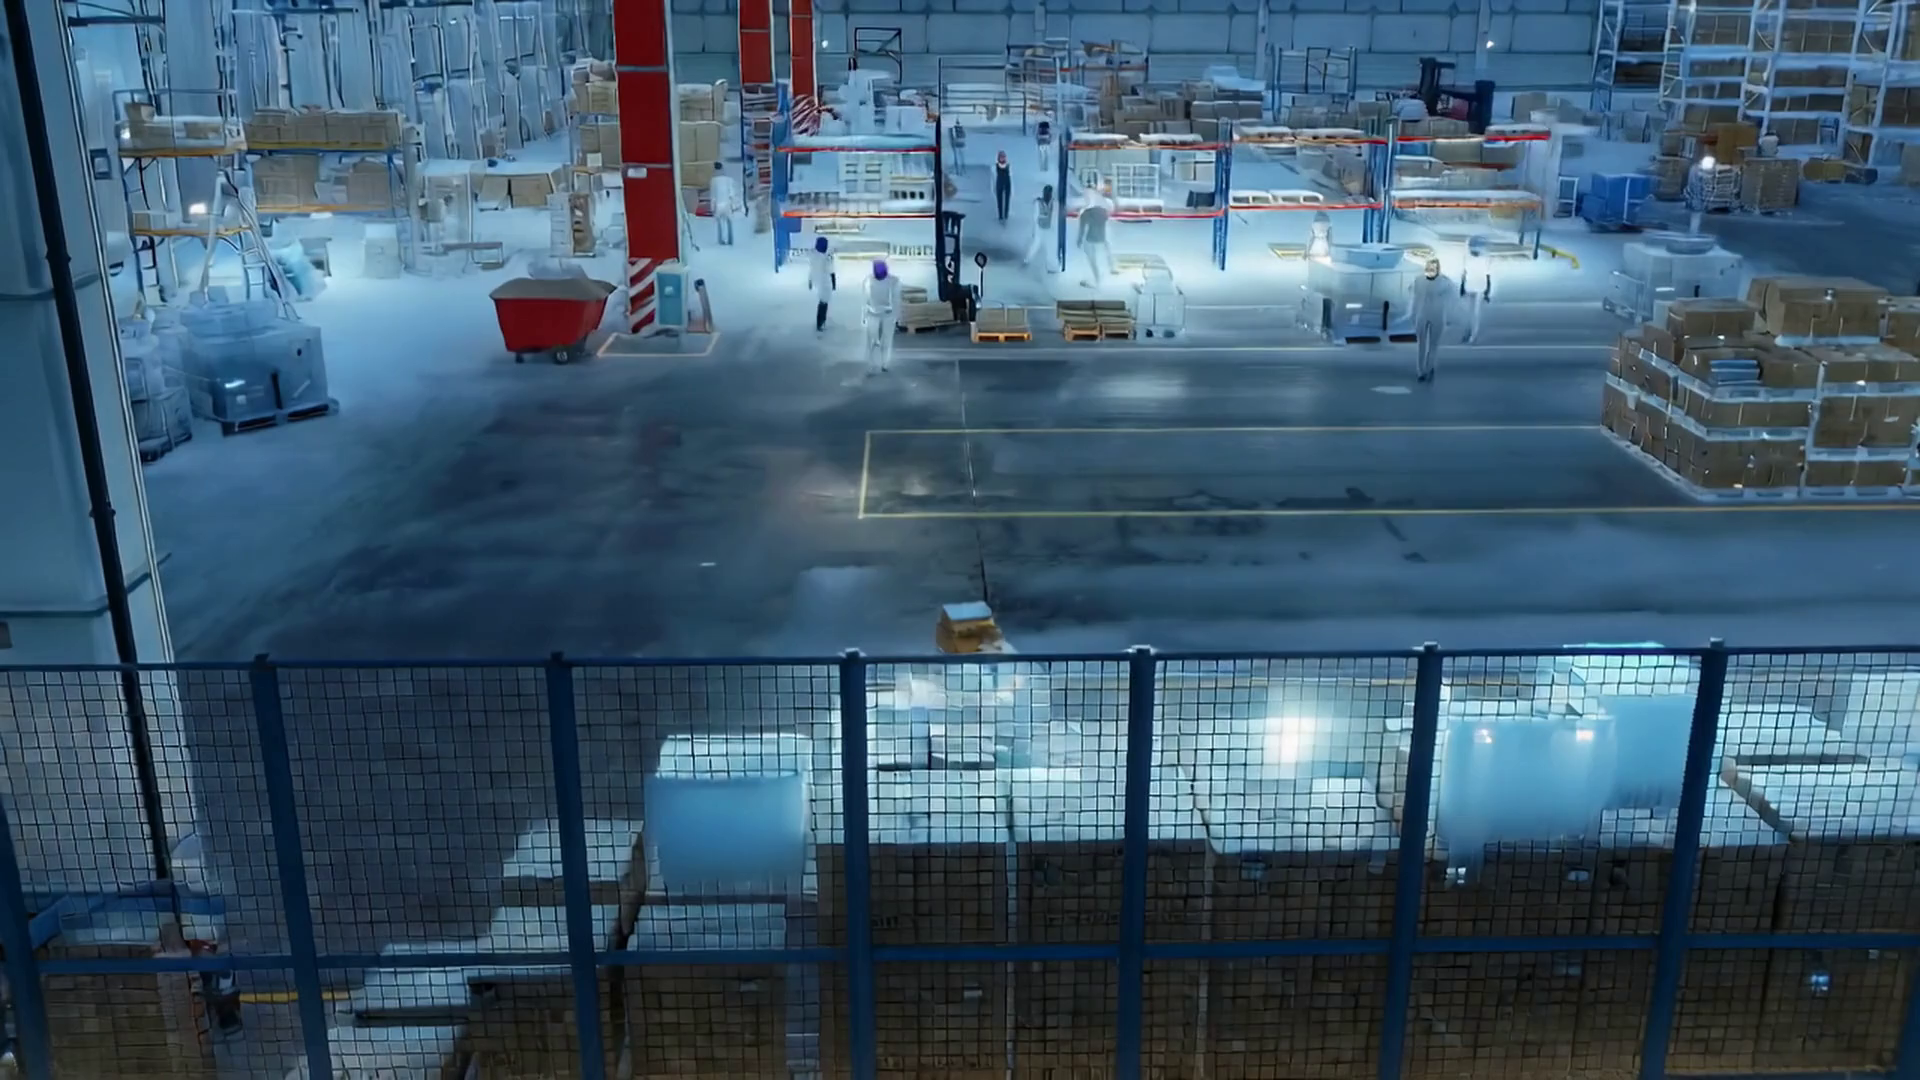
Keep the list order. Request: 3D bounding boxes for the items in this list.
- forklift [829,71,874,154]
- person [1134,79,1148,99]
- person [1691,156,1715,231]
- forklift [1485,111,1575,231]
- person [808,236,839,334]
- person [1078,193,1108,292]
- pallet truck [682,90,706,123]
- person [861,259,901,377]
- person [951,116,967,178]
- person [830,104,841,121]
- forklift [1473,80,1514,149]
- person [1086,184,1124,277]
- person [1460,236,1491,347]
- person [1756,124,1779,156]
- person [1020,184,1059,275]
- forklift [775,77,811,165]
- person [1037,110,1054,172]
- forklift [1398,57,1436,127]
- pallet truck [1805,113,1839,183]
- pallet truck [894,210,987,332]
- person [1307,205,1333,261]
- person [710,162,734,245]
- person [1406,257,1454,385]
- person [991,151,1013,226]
[{"bbox_3d":[-3.629,-15.158,58.838,1.873,2.768,1.129,9,21,25],"label":"forklift"},{"bbox_3d":[7.563,-18.331,69.703,0.635,1.937,0.352,-4,19,-13],"label":"person"},{"bbox_3d":[17.461,-8.050,39.165,0.371,1.963,0.608,4,19,13],"label":"person"},{"bbox_3d":[14.030,-9.004,40.583,1.873,2.768,1.129,-1,19,-2],"label":"forklift"},{"bbox_3d":[-2.306,-4.445,28.909,0.555,1.665,0.774,14,23,36],"label":"person"},{"bbox_3d":[2.654,-5.867,32.801,0.642,1.903,0.967,-10,21,-27],"label":"person"},{"bbox_3d":[-9.671,-15.907,62.421,0.823,1.965,1.885,5,19,15],"label":"pallet truck"},{"bbox_3d":[-1.227,-3.412,25.638,0.630,1.821,0.700,1,19,4],"label":"person"},{"bbox_3d":[-0.003,-12.136,51.437,0.594,1.858,0.652,-10,21,-28],"label":"person"},{"bbox_3d":[-4.548,-14.990,60.270,0.571,1.617,0.536,16,24,39],"label":"person"},{"bbox_3d":[16.708,-13.248,53.174,1.873,2.768,1.129,-1,19,-1],"label":"forklift"},{"bbox_3d":[3.031,-6.365,34.286,0.885,1.890,0.613,2,19,5],"label":"person"},{"bbox_3d":[8.597,-4.134,27.724,0.563,1.846,0.404,12,22,32],"label":"person"},{"bbox_3d":[23.693,-11.265,48.872,0.565,1.847,0.672,4,19,11],"label":"person"},{"bbox_3d":[1.670,-6.477,34.646,0.859,1.872,0.644,15,24,38],"label":"person"},{"bbox_3d":[-5.920,-13.893,55.085,1.873,2.768,1.129,-1,19,-1],"label":"forklift"},{"bbox_3d":[2.736,-12.770,53.243,0.565,1.910,0.693,0,19,-1],"label":"person"},{"bbox_3d":[19.254,-18.500,68.753,1.873,2.768,1.129,-1,19,-1],"label":"forklift"},{"bbox_3d":[26.403,-11.957,50.702,0.823,1.965,1.885,6,19,16],"label":"pallet truck"},{"bbox_3d":[-0.493,-4.759,29.349,1.885,1.965,0.823,-13,23,-34],"label":"pallet truck"},{"bbox_3d":[6.991,-5.645,32.367,0.483,1.745,0.299,1,19,4],"label":"person"},{"bbox_3d":[-5.479,-7.792,38.529,0.576,1.895,0.968,-6,20,-19],"label":"person"},{"bbox_3d":[7.062,-3.298,25.130,0.665,1.914,0.723,9,20,24],"label":"person"},{"bbox_3d":[1.053,-8.768,41.528,0.542,1.800,0.928,0,19,1],"label":"person"}]
